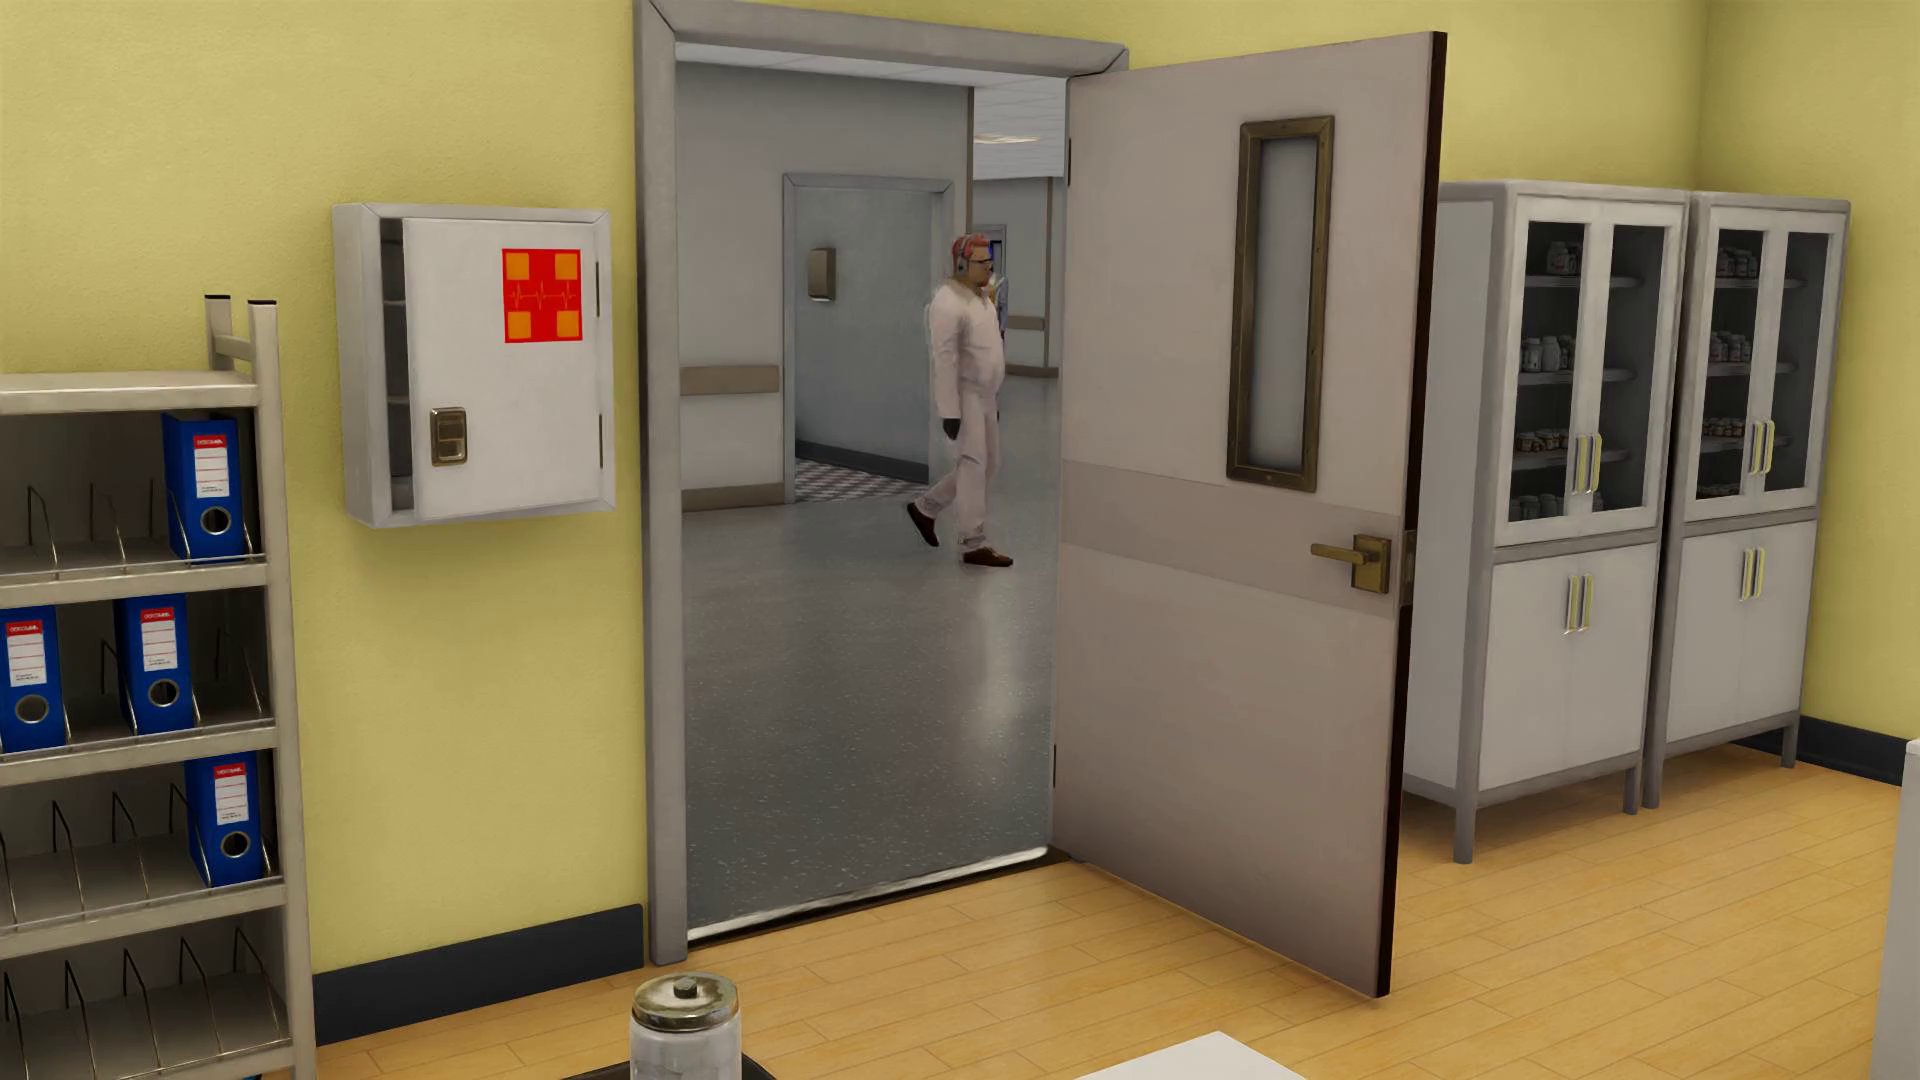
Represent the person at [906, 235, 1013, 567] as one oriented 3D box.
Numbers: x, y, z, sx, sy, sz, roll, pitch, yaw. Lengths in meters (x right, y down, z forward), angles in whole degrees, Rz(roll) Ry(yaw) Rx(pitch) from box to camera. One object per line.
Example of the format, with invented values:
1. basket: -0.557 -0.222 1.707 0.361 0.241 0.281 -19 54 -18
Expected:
1. person: 0.013 -0.800 9.578 0.642 1.891 0.662 4 10 19
